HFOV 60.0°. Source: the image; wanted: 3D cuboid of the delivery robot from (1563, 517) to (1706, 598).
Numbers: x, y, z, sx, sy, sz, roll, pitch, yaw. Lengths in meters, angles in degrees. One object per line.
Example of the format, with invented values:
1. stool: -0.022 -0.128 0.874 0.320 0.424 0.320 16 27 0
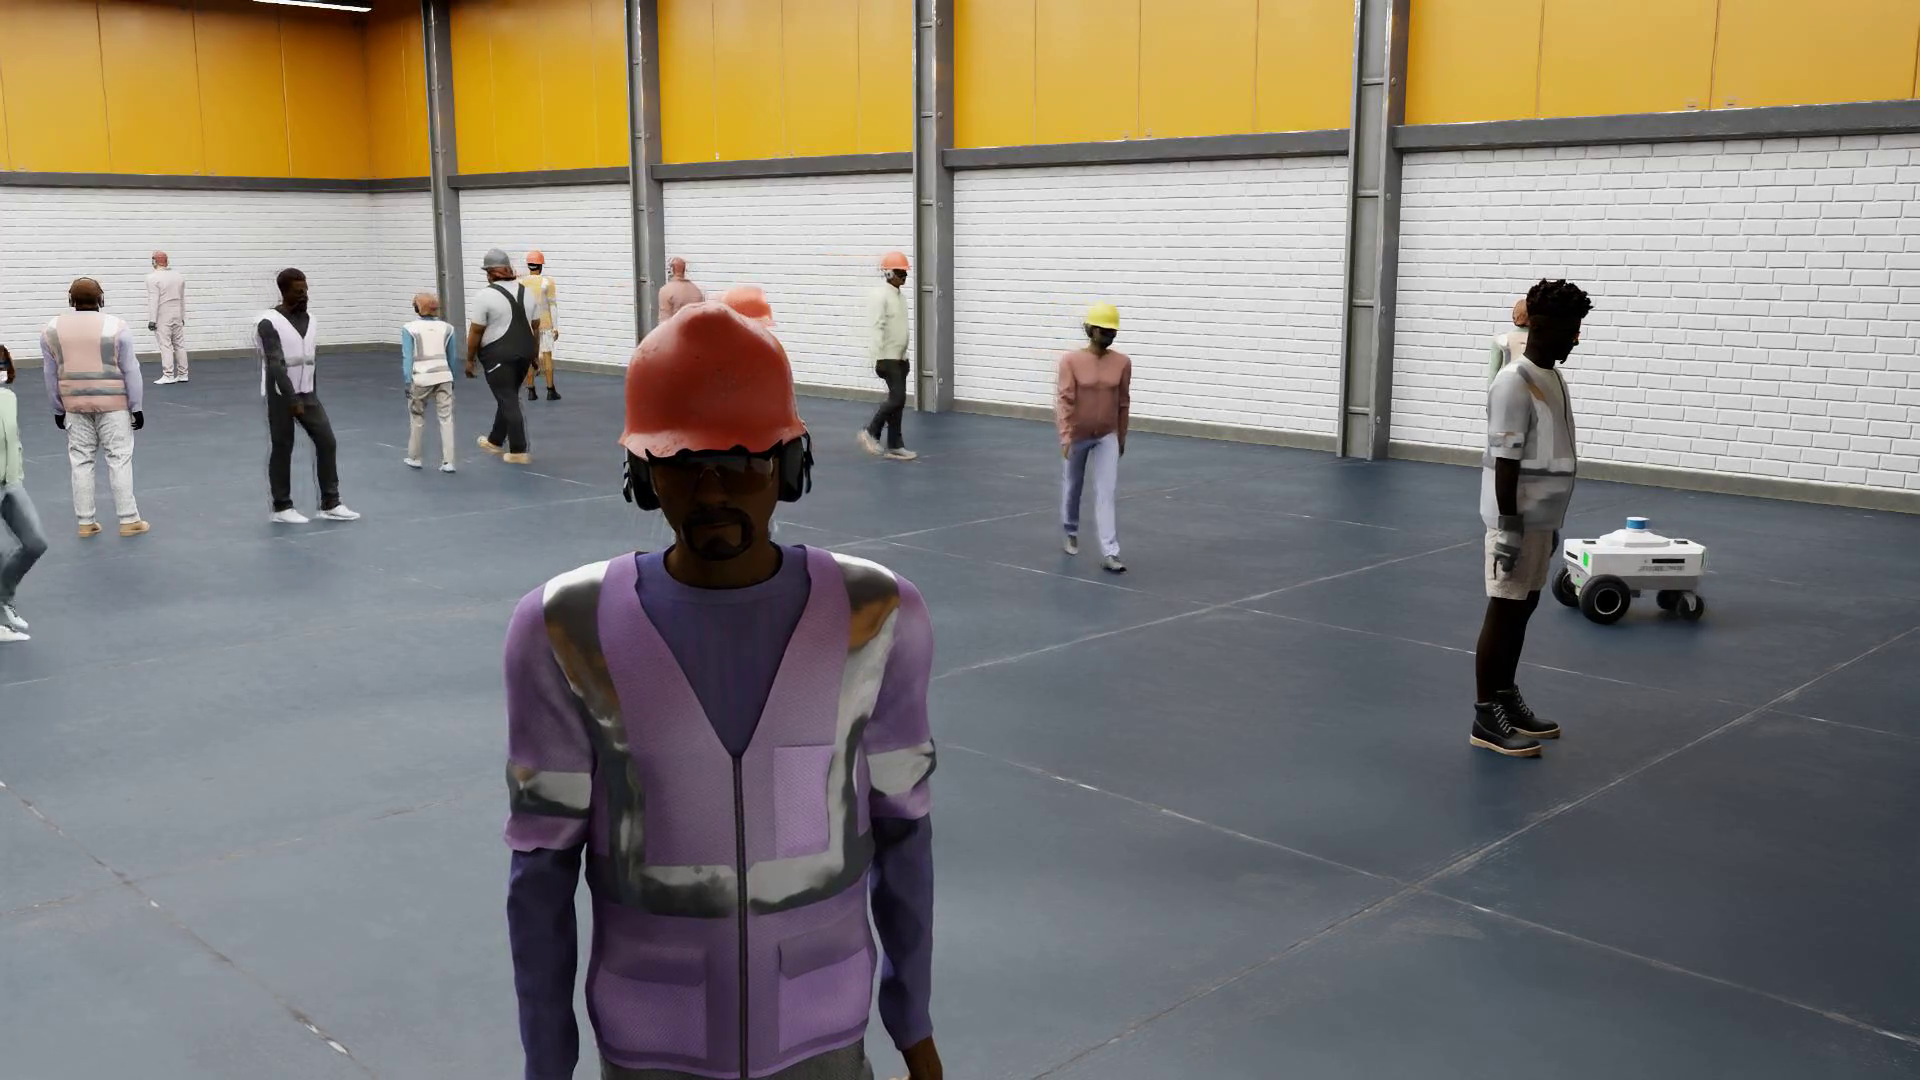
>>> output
1. delivery robot: 3.775 0.115 9.315 0.707 0.478 0.477 0 10 -1

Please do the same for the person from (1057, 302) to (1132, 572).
1. person: 0.851 -0.688 10.796 0.531 1.712 0.951 -2 11 -12

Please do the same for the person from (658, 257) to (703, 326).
1. person: -3.166 -2.214 18.624 0.441 1.887 0.668 7 13 35

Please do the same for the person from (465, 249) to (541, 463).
1. person: -4.408 -1.759 15.736 0.961 2.000 0.710 7 12 33

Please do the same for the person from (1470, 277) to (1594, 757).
1. person: 2.369 -0.099 6.899 0.392 1.958 0.610 7 13 34

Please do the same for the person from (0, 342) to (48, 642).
1. person: -5.027 -0.253 8.705 0.342 1.613 0.499 2 11 9

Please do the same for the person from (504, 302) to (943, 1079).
1. person: -0.322 0.688 2.385 0.616 2.041 0.380 -2 11 -13

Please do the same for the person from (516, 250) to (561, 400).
1. person: -5.464 -2.771 21.534 0.542 1.939 0.369 1 10 3

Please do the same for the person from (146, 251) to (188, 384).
1. person: -11.451 -3.199 23.960 0.400 1.905 0.645 3 11 18

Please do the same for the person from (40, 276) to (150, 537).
1. person: -6.108 -0.938 11.792 0.633 1.846 0.429 -1 10 -6

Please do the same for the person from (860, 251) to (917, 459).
1. person: -0.632 -1.744 15.801 0.441 1.984 0.638 4 11 21

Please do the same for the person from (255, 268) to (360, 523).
1. person: -4.821 -1.037 12.221 0.782 1.887 0.595 4 11 21

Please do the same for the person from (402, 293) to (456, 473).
1. person: -4.831 -1.423 15.067 0.539 1.609 0.726 -9 14 -40

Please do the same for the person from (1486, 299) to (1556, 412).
1. person: 4.423 -1.080 13.151 0.518 1.632 0.310 2 11 10

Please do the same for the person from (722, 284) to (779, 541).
1. person: -1.219 -0.325 8.312 0.768 1.906 0.580 7 12 33
